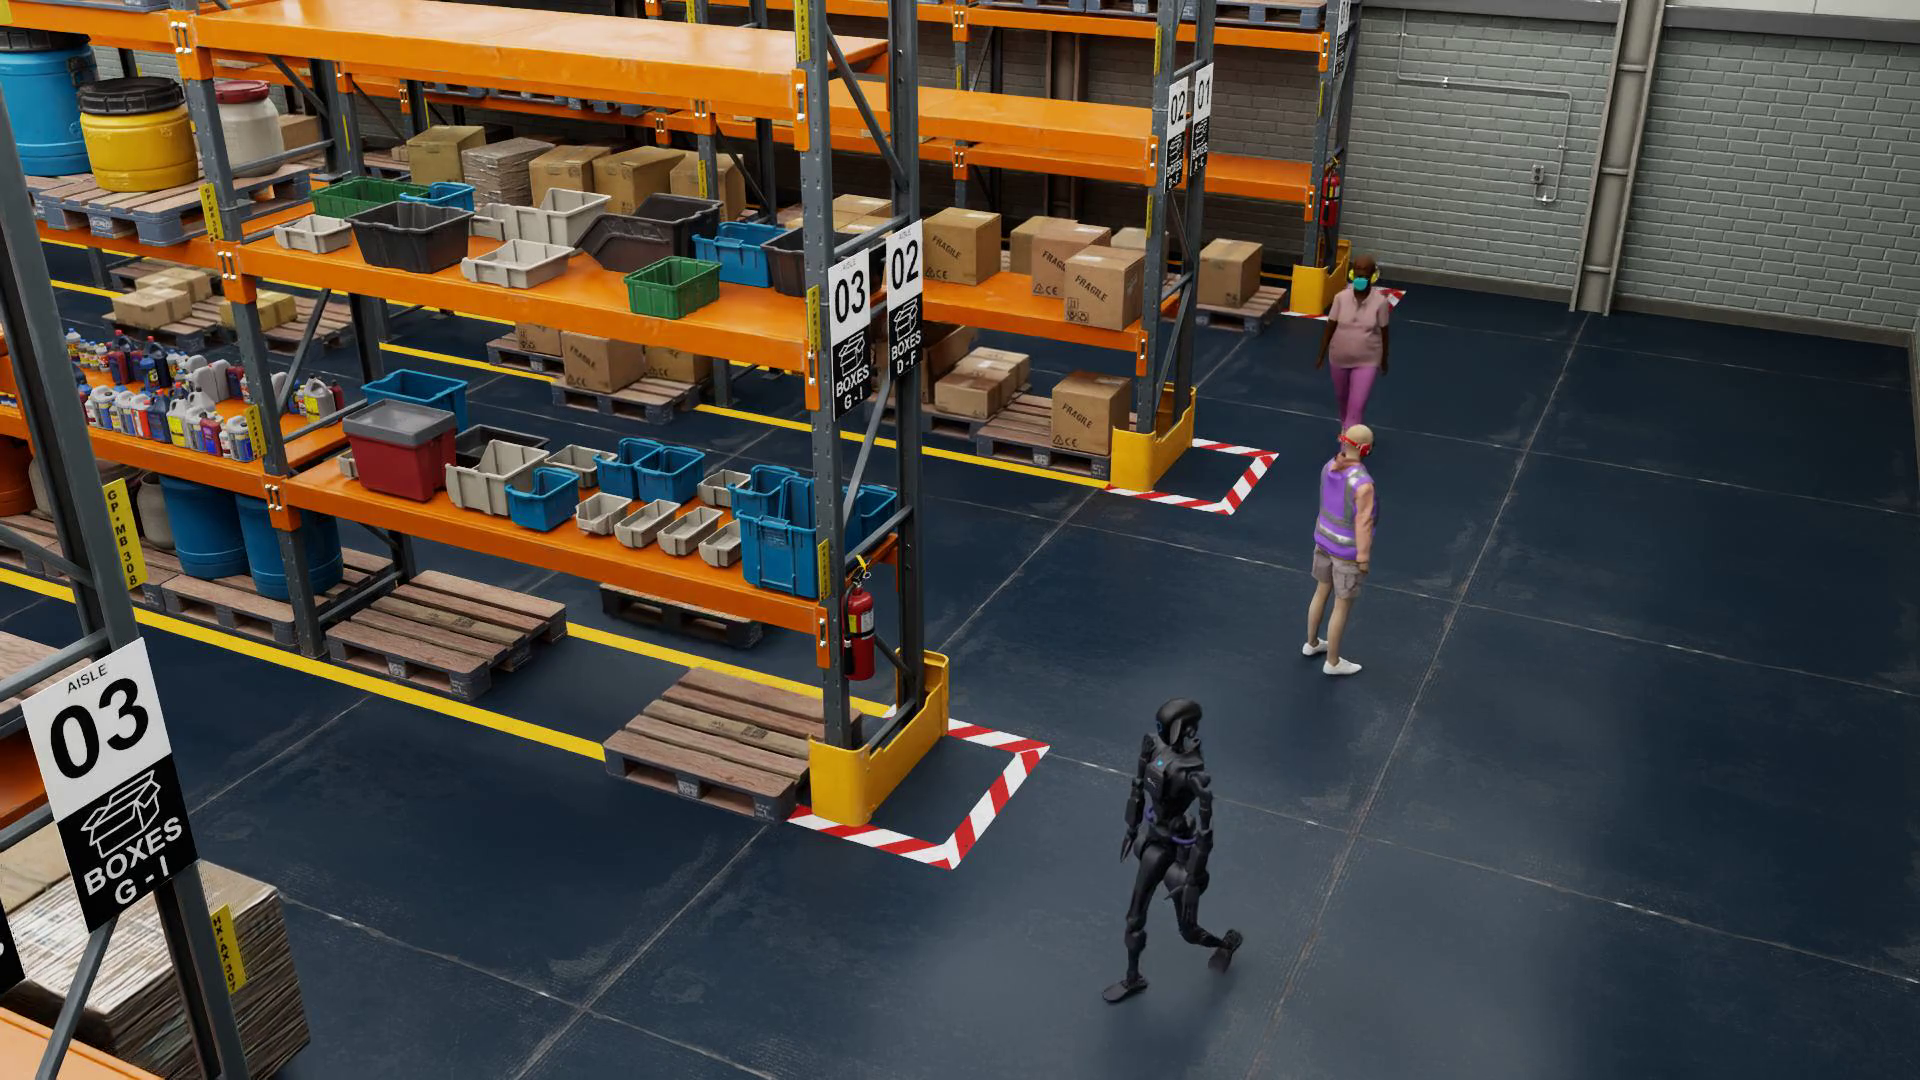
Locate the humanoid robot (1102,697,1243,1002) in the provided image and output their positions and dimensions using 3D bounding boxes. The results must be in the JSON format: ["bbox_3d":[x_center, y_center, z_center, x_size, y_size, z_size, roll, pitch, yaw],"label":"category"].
[{"bbox_3d":[1.038,1.447,7.845,0.749,1.646,0.586,-16,30,-29],"label":"humanoid robot"}]

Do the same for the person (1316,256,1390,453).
[{"bbox_3d":[3.245,-1.501,13.663,0.544,1.760,0.937,12,29,24],"label":"person"}]

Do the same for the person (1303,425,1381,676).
[{"bbox_3d":[2.434,0.059,10.584,0.346,1.688,0.489,-10,28,-19],"label":"person"}]
